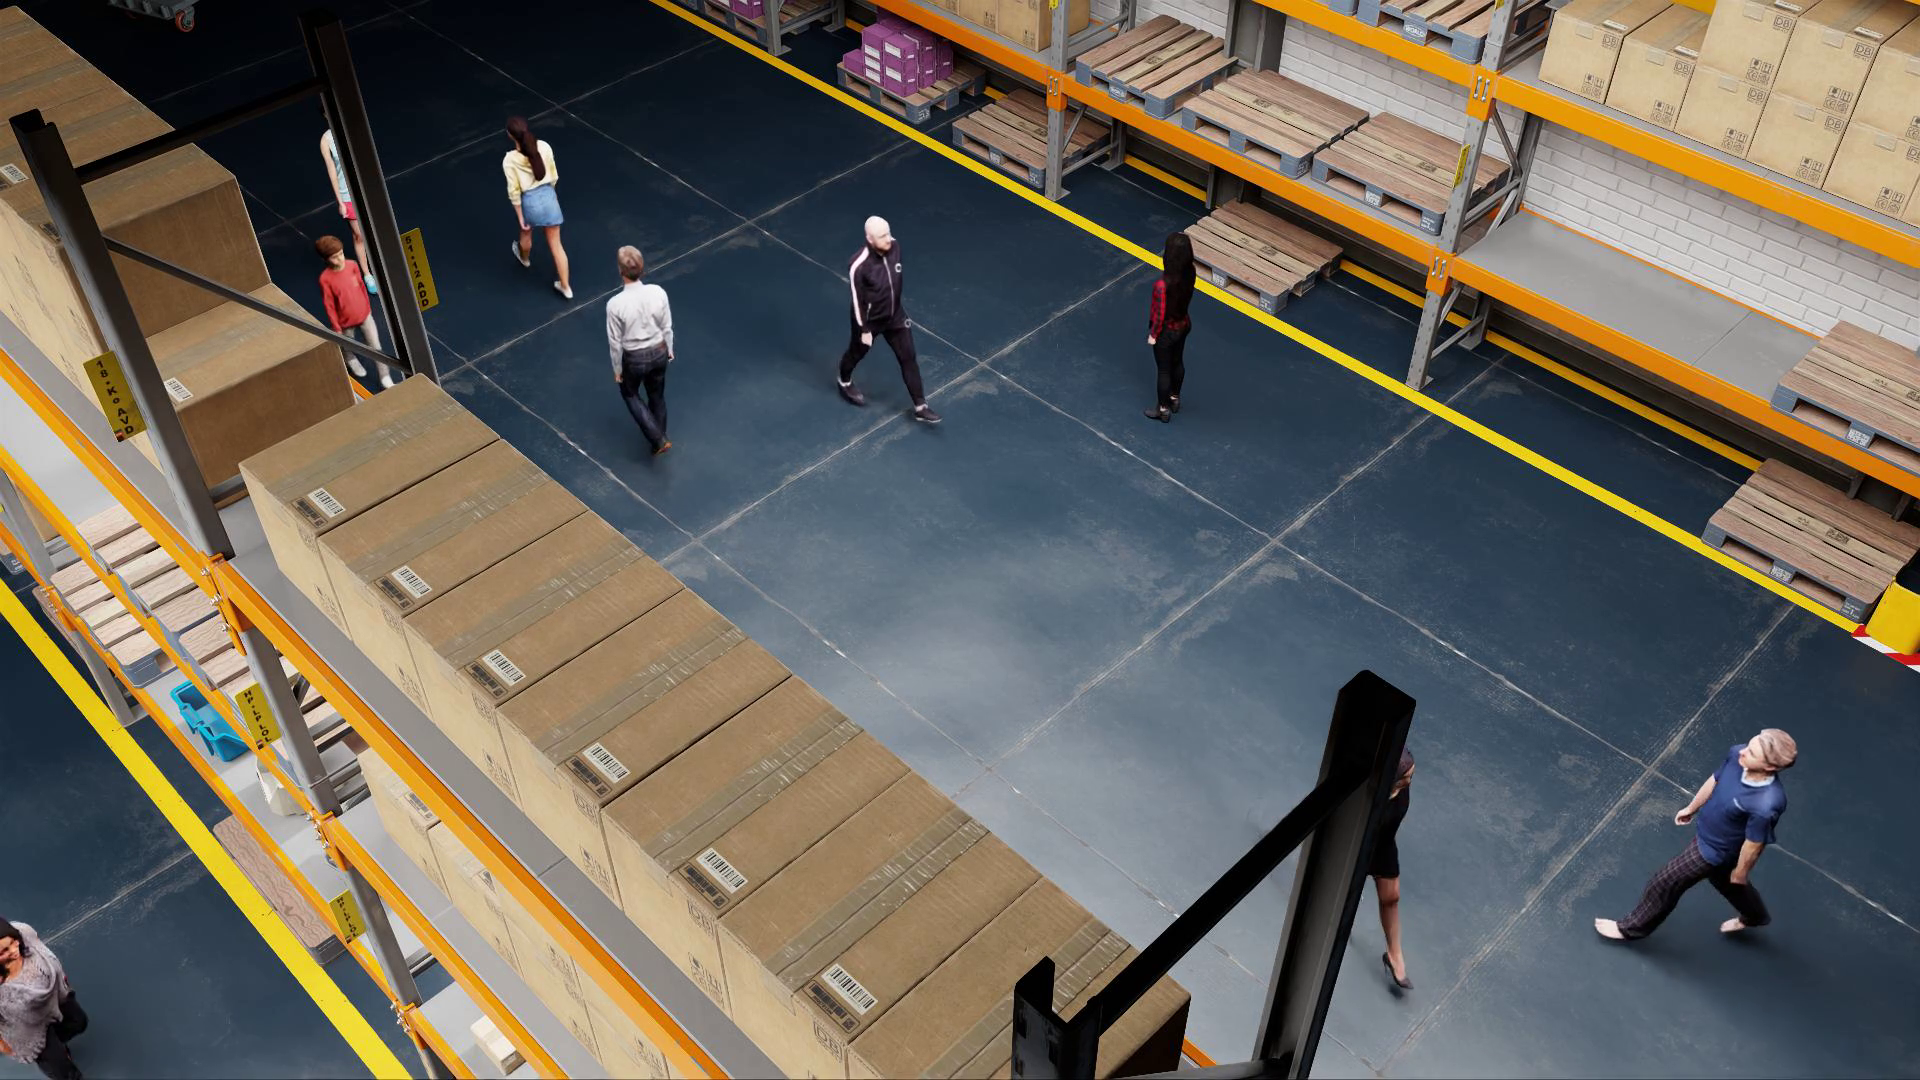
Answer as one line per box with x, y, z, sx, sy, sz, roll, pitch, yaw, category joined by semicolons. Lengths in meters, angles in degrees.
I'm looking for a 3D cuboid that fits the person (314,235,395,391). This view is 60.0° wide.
-4.823;-1.793;13.080;0.540;1.388;0.945;-34;53;-30;person

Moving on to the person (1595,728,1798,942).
4.263;1.658;9.137;1.277;1.830;1.112;7;44;7;person

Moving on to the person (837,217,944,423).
-0.713;-1.712;12.714;1.216;1.774;0.699;34;53;30;person

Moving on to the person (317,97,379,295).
-5.064;-2.914;13.983;0.563;1.765;0.575;34;53;31;person

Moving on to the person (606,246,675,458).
-2.309;-1.314;12.273;0.776;1.807;0.898;-22;48;-22;person

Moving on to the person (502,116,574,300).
-3.489;-2.746;13.936;0.772;1.587;1.118;-26;50;-25;person

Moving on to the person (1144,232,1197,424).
1.626;-1.621;12.704;0.527;1.658;0.601;30;51;28;person

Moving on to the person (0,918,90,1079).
-4.852;2.376;8.563;0.942;1.582;0.848;14;45;14;person
